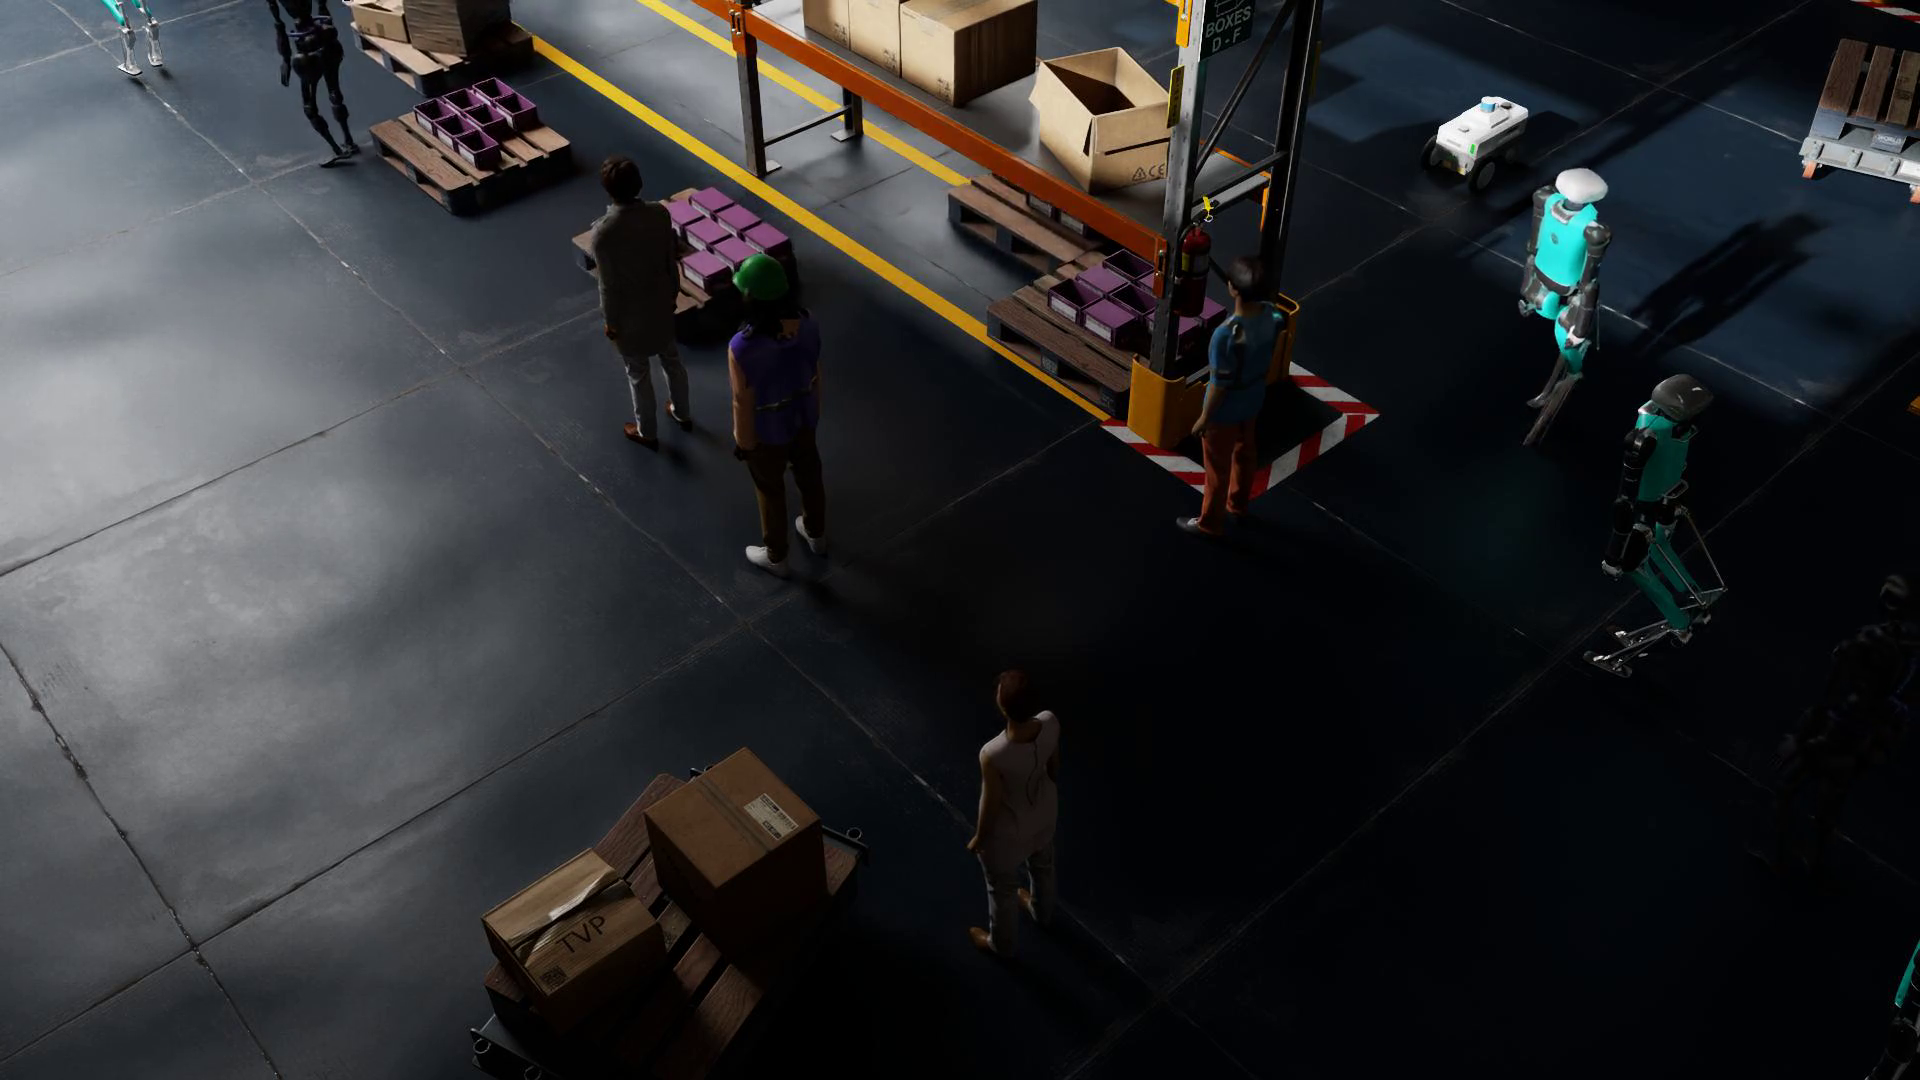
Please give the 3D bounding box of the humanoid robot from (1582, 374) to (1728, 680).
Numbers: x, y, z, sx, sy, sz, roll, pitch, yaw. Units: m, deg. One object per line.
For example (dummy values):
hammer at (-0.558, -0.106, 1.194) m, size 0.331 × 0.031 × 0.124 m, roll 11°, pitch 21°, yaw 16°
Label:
humanoid robot at (3.395, 0.033, 7.876) m, size 0.533 × 1.677 × 0.735 m, roll -31°, pitch 51°, yaw -29°

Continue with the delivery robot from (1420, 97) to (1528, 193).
delivery robot at (3.771, -2.927, 12.046) m, size 0.739 × 0.566 × 0.499 m, roll -31°, pitch 51°, yaw -29°

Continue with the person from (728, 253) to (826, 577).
person at (-0.929, -0.619, 8.540) m, size 0.547 × 1.930 × 0.405 m, roll -31°, pitch 51°, yaw -30°

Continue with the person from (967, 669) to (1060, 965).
person at (0.225, 1.134, 6.831) m, size 0.461 × 1.659 × 0.273 m, roll -31°, pitch 51°, yaw -30°

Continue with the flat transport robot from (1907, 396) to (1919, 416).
flat transport robot at (6.467, -0.989, 10.171) m, size 1.431 × 0.231 × 0.659 m, roll -31°, pitch 51°, yaw -29°

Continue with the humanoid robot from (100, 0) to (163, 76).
humanoid robot at (-6.460, -4.329, 12.620) m, size 0.533 × 1.677 × 0.735 m, roll -31°, pitch 51°, yaw -29°

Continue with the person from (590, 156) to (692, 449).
person at (-1.806, -1.329, 9.387) m, size 0.516 × 1.830 × 0.364 m, roll -31°, pitch 51°, yaw -30°

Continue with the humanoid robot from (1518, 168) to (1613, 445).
humanoid robot at (3.536, -1.353, 9.498) m, size 0.796 × 1.795 × 0.539 m, roll -19°, pitch 46°, yaw -20°

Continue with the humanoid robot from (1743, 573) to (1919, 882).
humanoid robot at (3.834, 0.840, 7.146) m, size 0.608 × 1.631 × 0.446 m, roll -12°, pitch 44°, yaw -12°

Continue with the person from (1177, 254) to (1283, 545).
person at (1.433, -0.731, 8.783) m, size 0.508 × 1.765 × 0.315 m, roll -31°, pitch 51°, yaw -30°

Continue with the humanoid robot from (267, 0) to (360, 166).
humanoid robot at (-4.622, -3.514, 11.875) m, size 0.393 × 1.640 × 0.594 m, roll 13°, pitch 44°, yaw 14°

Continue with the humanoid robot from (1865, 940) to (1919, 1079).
humanoid robot at (3.563, 1.872, 5.877) m, size 0.533 × 1.674 × 0.735 m, roll -31°, pitch 51°, yaw -29°
